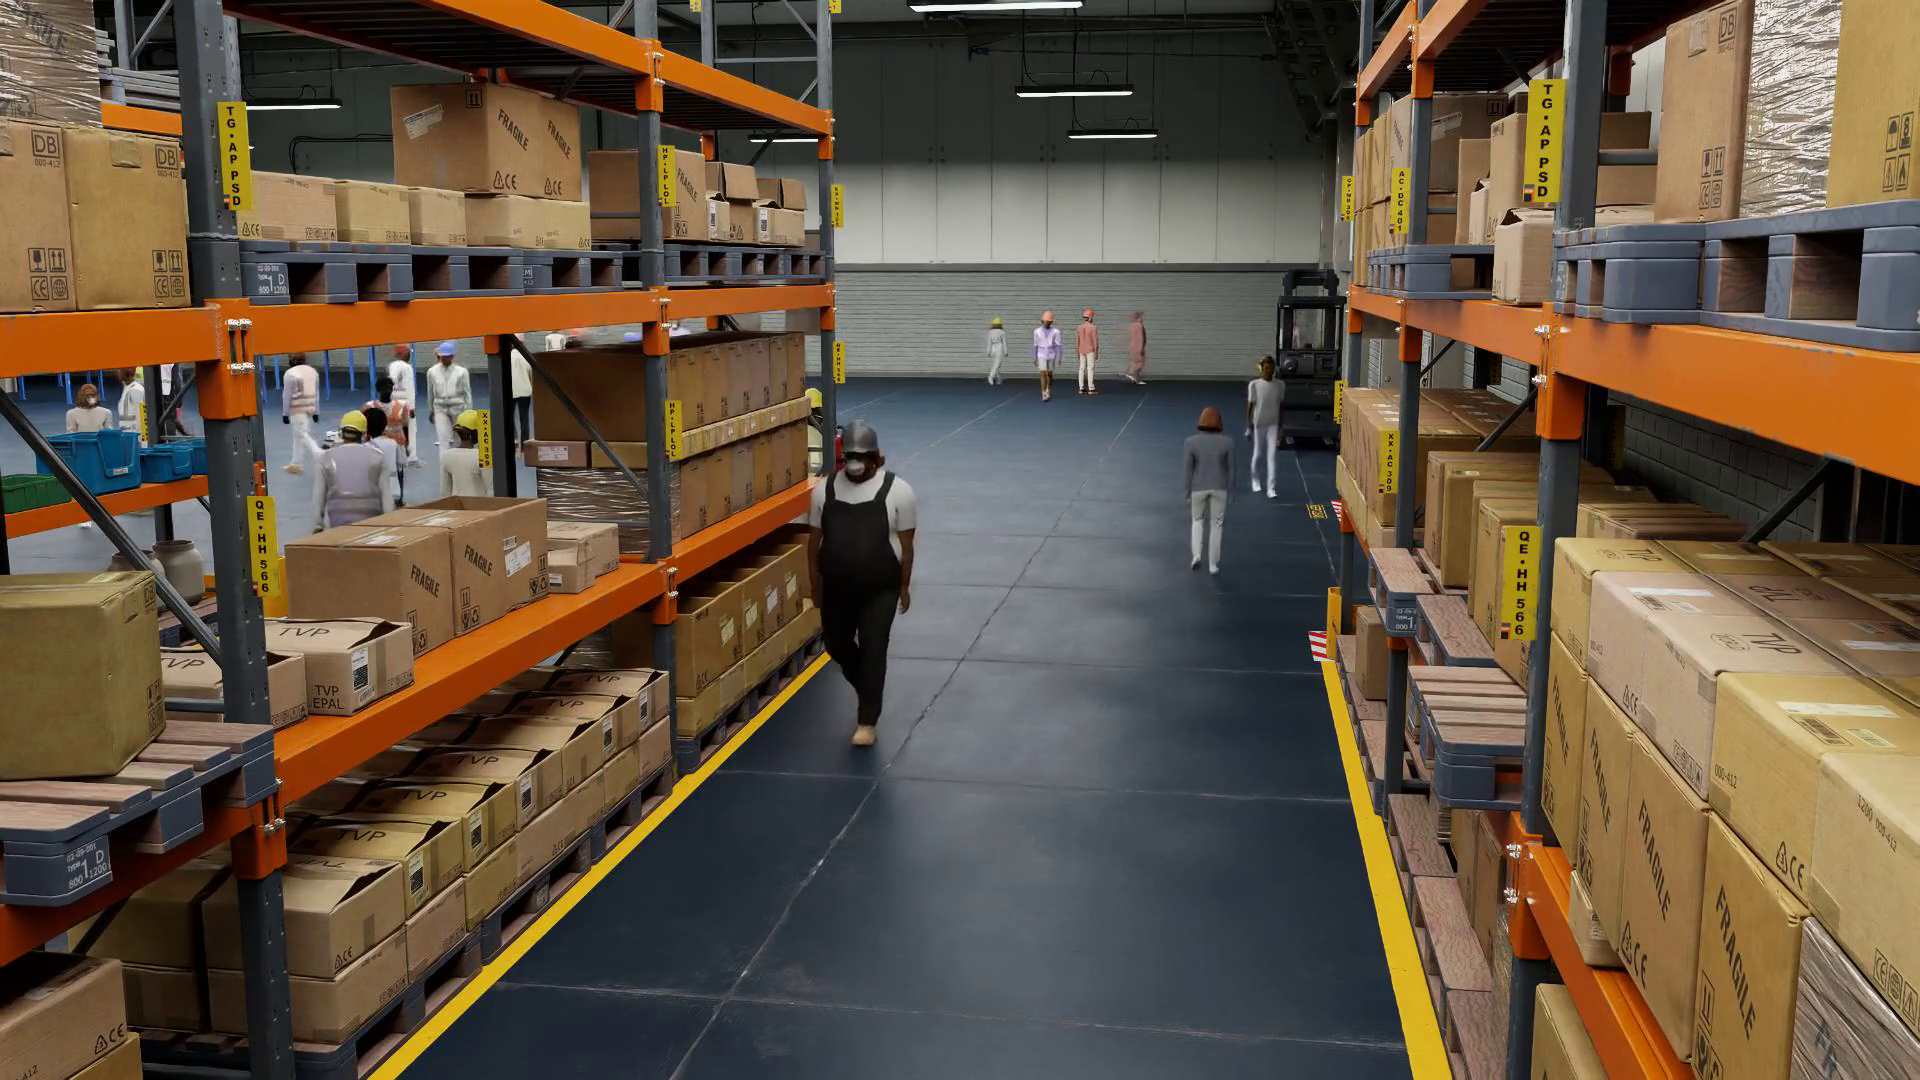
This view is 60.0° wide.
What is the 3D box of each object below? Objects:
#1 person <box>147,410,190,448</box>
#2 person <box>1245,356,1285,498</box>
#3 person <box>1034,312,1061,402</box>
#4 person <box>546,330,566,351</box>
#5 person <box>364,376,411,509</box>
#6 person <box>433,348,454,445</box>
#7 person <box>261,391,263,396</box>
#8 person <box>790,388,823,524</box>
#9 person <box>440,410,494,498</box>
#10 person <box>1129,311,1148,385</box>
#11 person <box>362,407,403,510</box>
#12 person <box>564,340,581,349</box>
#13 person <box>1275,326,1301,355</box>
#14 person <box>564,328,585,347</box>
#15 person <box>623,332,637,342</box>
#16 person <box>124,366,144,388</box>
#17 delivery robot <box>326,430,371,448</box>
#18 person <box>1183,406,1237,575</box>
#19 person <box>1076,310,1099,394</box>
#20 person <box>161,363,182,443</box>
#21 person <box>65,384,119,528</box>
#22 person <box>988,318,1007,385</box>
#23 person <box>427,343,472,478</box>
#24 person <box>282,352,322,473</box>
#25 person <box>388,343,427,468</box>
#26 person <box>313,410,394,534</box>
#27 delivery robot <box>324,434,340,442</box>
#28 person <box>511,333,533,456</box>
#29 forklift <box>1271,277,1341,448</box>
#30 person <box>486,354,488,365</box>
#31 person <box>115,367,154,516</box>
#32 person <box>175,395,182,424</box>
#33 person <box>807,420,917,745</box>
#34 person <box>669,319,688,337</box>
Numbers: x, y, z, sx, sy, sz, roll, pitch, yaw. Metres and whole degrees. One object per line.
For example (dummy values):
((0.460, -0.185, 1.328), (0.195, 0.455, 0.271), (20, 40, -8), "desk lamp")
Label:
((-13.046, -2.402, 27.117), (0.991, 1.897, 0.548), (-5, 10, -28), "person")
((3.981, -1.505, 21.772), (0.535, 1.830, 0.963), (0, 9, -2), "person")
((1.973, -4.151, 37.575), (0.615, 2.007, 0.995), (1, 9, 3), "person")
((-9.775, -4.424, 40.326), (0.514, 1.644, 0.307), (-2, 9, -11), "person")
((-6.897, -1.143, 19.987), (0.540, 1.684, 0.582), (-6, 11, -32), "person")
((-8.670, -2.418, 27.965), (0.309, 1.641, 0.512), (3, 10, 19), "person")
((-12.025, -2.529, 28.015), (0.531, 1.847, 0.679), (-5, 11, -29), "person")
((-1.383, -0.503, 15.558), (0.404, 1.833, 0.591), (9, 13, 44), "person")
((-4.076, -0.202, 13.911), (0.533, 1.767, 0.322), (3, 10, 20), "person")
((4.572, -4.891, 42.423), (0.416, 1.892, 0.672), (-2, 9, -13), "person")
((-5.446, -0.400, 15.441), (0.857, 1.645, 0.546), (2, 9, 11), "person")
((-5.350, -1.787, 23.066), (0.610, 1.964, 0.365), (-1, 9, -6), "person")
((7.906, -4.469, 39.990), (0.649, 1.855, 1.017), (7, 11, 35), "person")
((-6.783, -2.846, 29.615), (0.496, 1.957, 0.727), (-2, 10, -14), "person")
((-5.402, -2.498, 27.612), (0.620, 1.918, 0.881), (-4, 10, -25), "person")
((-13.179, -2.323, 26.896), (0.701, 1.800, 0.673), (6, 11, 33), "person")
((-9.596, -1.620, 26.219), (0.707, 0.478, 0.477), (-6, 11, -34), "delivery robot")
((2.415, -0.478, 16.076), (0.509, 1.621, 0.389), (2, 9, 13), "person")
((3.046, -4.478, 39.575), (0.609, 1.996, 0.383), (8, 12, 42), "person")
((-12.556, -2.268, 26.211), (0.585, 1.912, 0.375), (0, 9, 3), "person")
((-9.940, -0.965, 19.043), (0.278, 1.631, 0.530), (9, 13, 43), "person")
((0.920, -4.850, 42.734), (0.486, 1.716, 0.764), (7, 11, 35), "person")
((-7.296, -1.869, 23.797), (0.625, 1.901, 1.022), (-2, 9, -10), "person")
((-9.459, -1.855, 23.974), (0.862, 1.814, 0.631), (3, 10, 16), "person")
((-8.318, -2.009, 24.736), (0.624, 1.866, 0.526), (9, 13, 43), "person")
((-4.985, -0.171, 13.688), (0.618, 1.795, 0.912), (-3, 10, -19), "person")
((-9.508, -1.662, 25.683), (0.335, 0.223, 0.698), (3, 10, 20), "delivery robot")
((-7.027, -2.328, 26.424), (0.639, 1.959, 0.538), (-4, 10, -23), "person")
((5.847, -3.016, 27.970), (1.129, 2.768, 1.873), (1, 9, 9), "forklift")
((-10.833, -4.206, 39.003), (0.546, 1.619, 0.603), (-4, 10, -25), "person")
((-9.904, -1.244, 19.969), (0.337, 1.882, 0.584), (-6, 11, -33), "person")
((-15.107, -3.030, 31.426), (0.700, 1.738, 0.545), (-1, 9, -7), "person")
((-0.618, 0.234, 10.505), (0.693, 2.000, 0.794), (2, 9, 12), "person")
((-6.472, -4.138, 37.853), (0.638, 1.891, 1.040), (2, 9, 12), "person")
